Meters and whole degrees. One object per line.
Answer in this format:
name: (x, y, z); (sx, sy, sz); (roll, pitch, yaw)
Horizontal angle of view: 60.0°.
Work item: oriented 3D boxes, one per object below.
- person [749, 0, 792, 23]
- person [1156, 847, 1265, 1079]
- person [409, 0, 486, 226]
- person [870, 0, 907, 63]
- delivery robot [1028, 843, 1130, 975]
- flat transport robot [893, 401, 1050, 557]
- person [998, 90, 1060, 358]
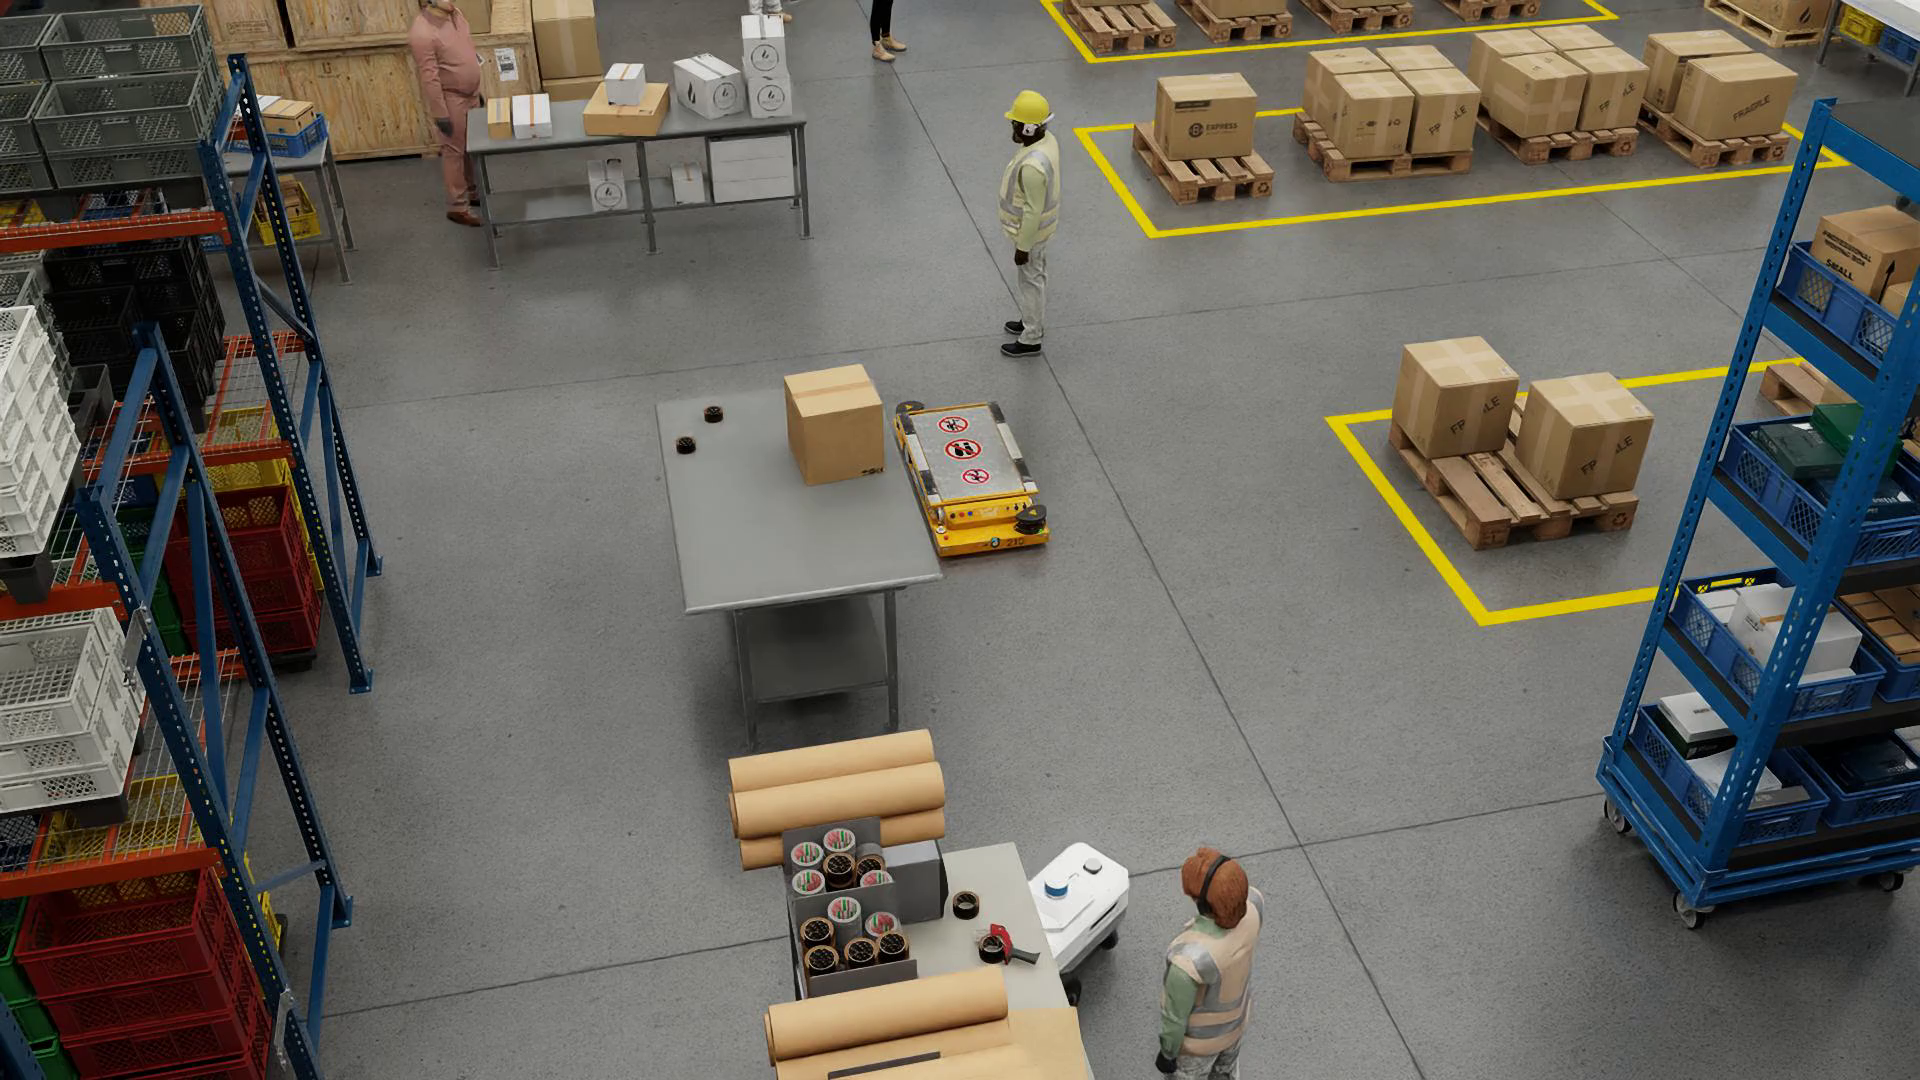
person: (-1.898, -5.907, 16.176); (0.432, 1.836, 0.618); (18, 40, 22)
person: (0.890, 1.742, 6.056); (0.312, 1.631, 0.514); (28, 45, 32)
person: (-3.849, -3.364, 12.717); (0.439, 1.924, 0.668); (7, 37, 10)
person: (-0.688, -5.371, 15.561); (0.322, 1.697, 0.536); (14, 39, 18)
delivery robot: (0.404, 1.603, 7.064); (0.477, 0.478, 0.707); (28, 45, 32)
flat transport robot: (0.046, -0.430, 10.108); (0.652, 0.197, 1.431); (-8, 37, -10)
person: (0.451, -2.092, 11.043); (0.404, 1.833, 0.593); (5, 37, 7)
